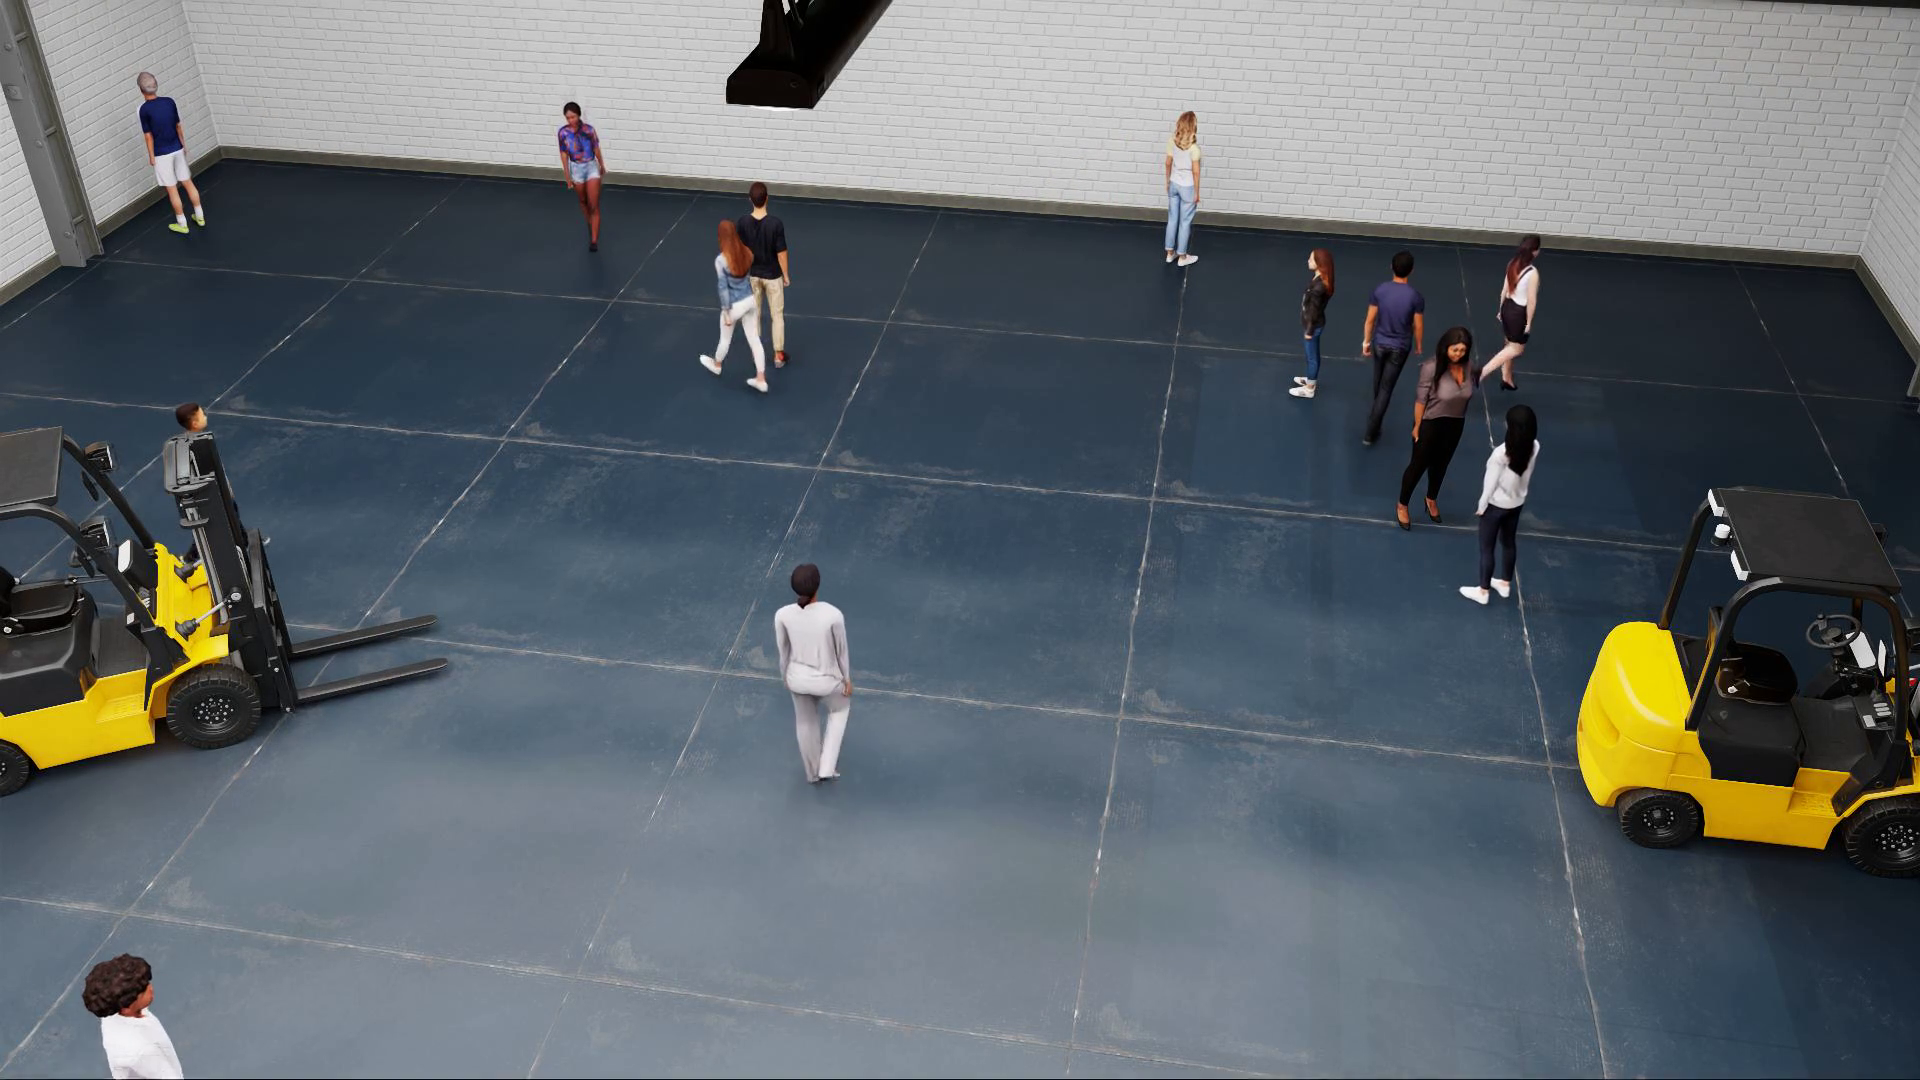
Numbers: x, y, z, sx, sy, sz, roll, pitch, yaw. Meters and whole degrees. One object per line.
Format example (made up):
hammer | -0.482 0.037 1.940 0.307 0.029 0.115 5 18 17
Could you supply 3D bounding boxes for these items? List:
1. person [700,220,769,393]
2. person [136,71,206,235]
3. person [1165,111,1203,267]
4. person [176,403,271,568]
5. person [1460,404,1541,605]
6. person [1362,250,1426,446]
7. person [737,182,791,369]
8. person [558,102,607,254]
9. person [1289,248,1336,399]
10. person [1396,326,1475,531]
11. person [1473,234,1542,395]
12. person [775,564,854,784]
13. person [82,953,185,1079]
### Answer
person | -2.016 -2.166 15.706 1.046 1.662 1.076 29 43 36
person | -9.027 -4.422 18.942 0.762 1.838 0.613 18 38 25
person | 2.435 -3.841 18.171 0.737 1.723 0.712 -28 43 -36
person | -6.017 -0.402 13.252 1.034 1.441 0.904 -28 42 -35
person | 4.204 -0.283 12.842 0.700 1.697 0.742 -17 37 -24
person | 3.830 -1.675 14.897 0.916 1.740 1.202 18 38 25
person | -1.898 -2.561 16.131 0.637 1.850 0.546 4 34 7
person | -4.188 -4.099 18.605 0.854 1.672 1.271 -5 34 -7
person | 3.352 -2.063 15.714 0.629 1.482 0.462 9 35 13
person | 3.927 -0.939 13.702 0.741 1.838 0.756 -11 35 -16
person | 5.131 -2.050 15.562 0.902 1.629 0.898 -15 36 -21
person | -0.965 0.952 10.961 0.654 1.722 0.674 4 34 7
person | -4.015 2.797 8.153 1.161 1.757 1.138 -18 38 -25
